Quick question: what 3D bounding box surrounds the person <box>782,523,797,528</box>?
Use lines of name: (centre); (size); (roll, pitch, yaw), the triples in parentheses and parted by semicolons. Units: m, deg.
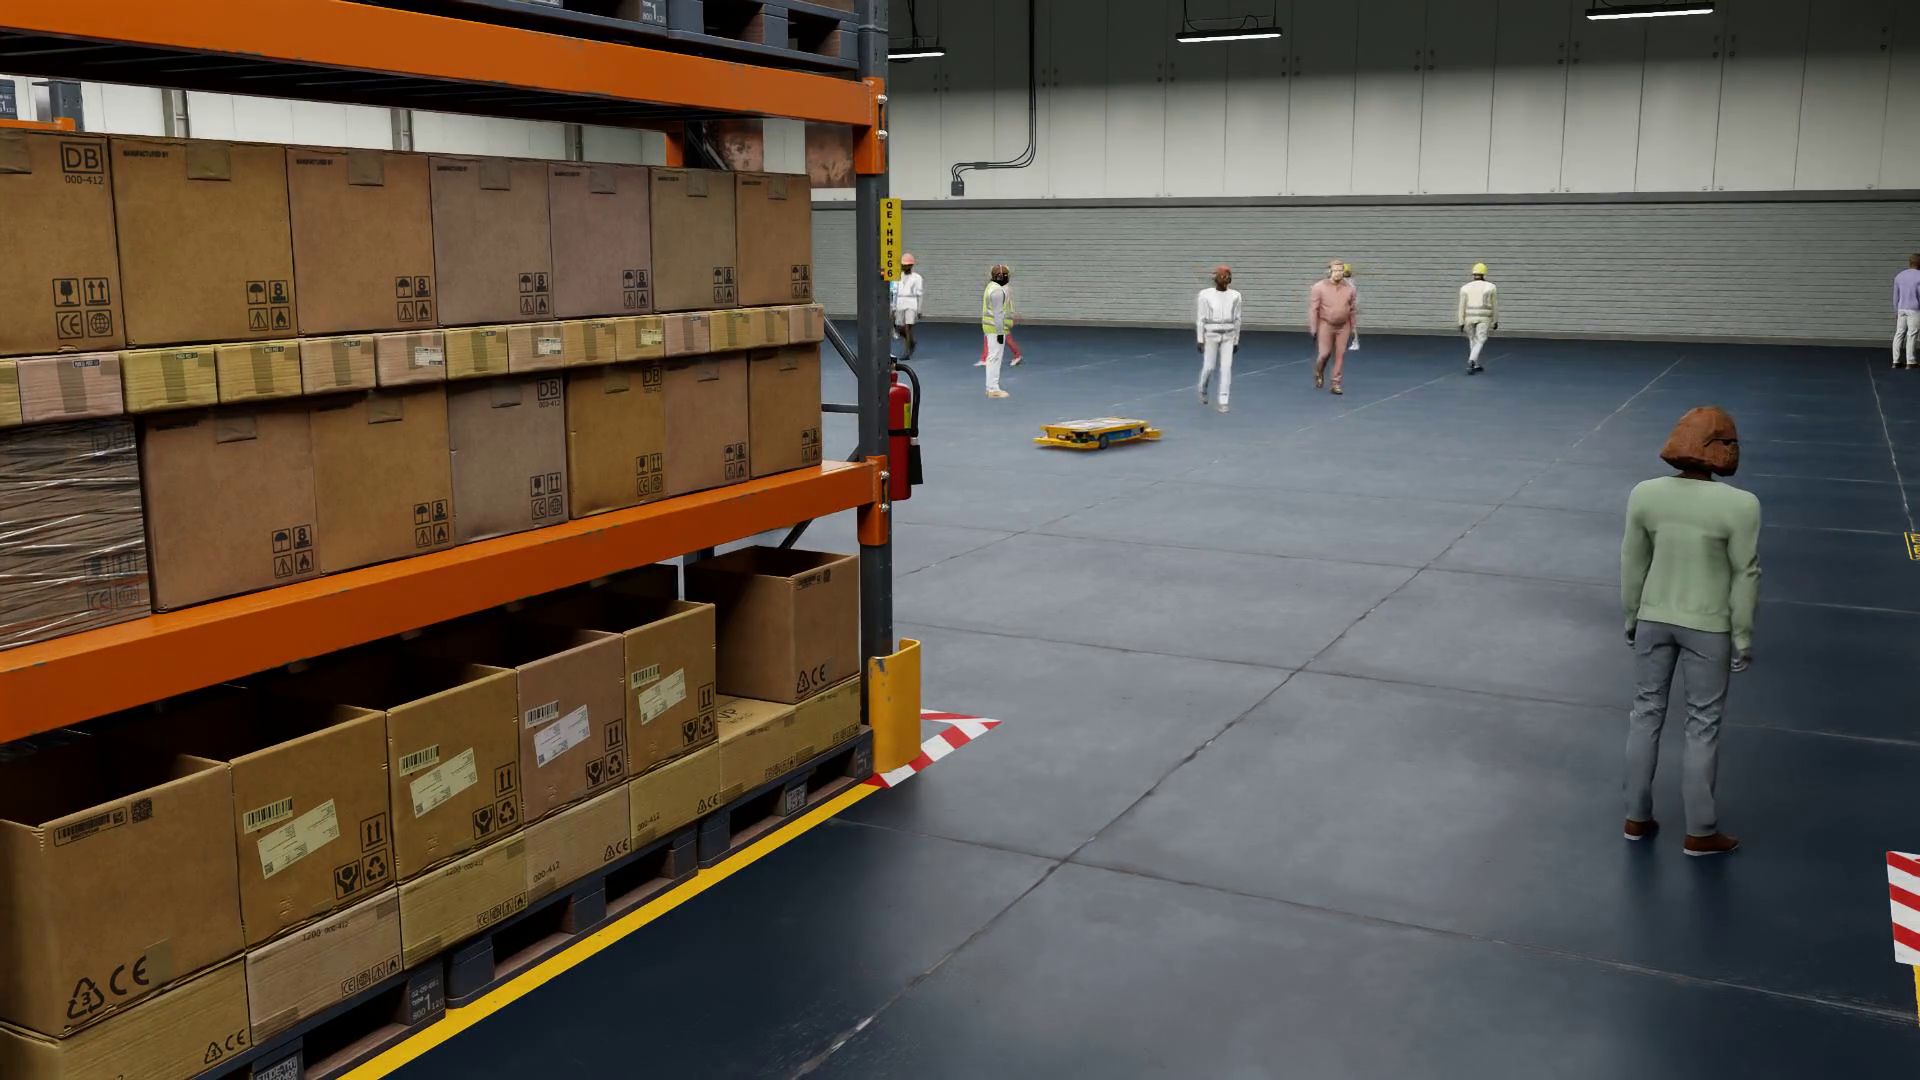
person: (-1.361, -1.069, 12.747); (0.460, 1.973, 0.643); (-5, 12, -27)

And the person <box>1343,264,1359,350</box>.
person: (7.573, -4.595, 32.767); (0.492, 1.687, 0.916); (-9, 14, -41)

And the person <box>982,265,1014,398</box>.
person: (0.528, -2.884, 23.060); (0.430, 1.838, 0.630); (-1, 10, -5)

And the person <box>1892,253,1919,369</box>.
person: (15.971, -3.836, 27.942); (0.370, 1.940, 0.627); (-4, 11, -19)

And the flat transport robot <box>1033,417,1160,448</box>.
flat transport robot: (1.483, -1.164, 17.923); (0.652, 0.197, 1.431); (9, 14, 40)

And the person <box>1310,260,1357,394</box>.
person: (5.307, -3.024, 23.629); (0.665, 1.890, 0.539); (-1, 10, -4)

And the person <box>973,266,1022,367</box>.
person: (0.680, -3.839, 28.536); (0.897, 1.723, 0.539); (-6, 12, -28)

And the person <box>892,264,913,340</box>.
person: (-1.208, -5.052, 35.292); (0.540, 1.671, 0.740); (-5, 11, -23)

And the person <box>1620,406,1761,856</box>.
person: (2.652, 0.327, 6.075); (0.287, 1.631, 0.501); (-8, 13, -38)

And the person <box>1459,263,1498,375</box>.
person: (8.371, -3.579, 26.920); (0.586, 1.809, 0.835); (8, 13, 38)

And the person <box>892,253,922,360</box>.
person: (-0.933, -4.211, 30.040); (0.573, 1.922, 0.639); (4, 11, 23)

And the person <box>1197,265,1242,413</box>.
person: (3.304, -2.580, 21.292); (0.586, 1.866, 0.716); (-1, 10, -6)
